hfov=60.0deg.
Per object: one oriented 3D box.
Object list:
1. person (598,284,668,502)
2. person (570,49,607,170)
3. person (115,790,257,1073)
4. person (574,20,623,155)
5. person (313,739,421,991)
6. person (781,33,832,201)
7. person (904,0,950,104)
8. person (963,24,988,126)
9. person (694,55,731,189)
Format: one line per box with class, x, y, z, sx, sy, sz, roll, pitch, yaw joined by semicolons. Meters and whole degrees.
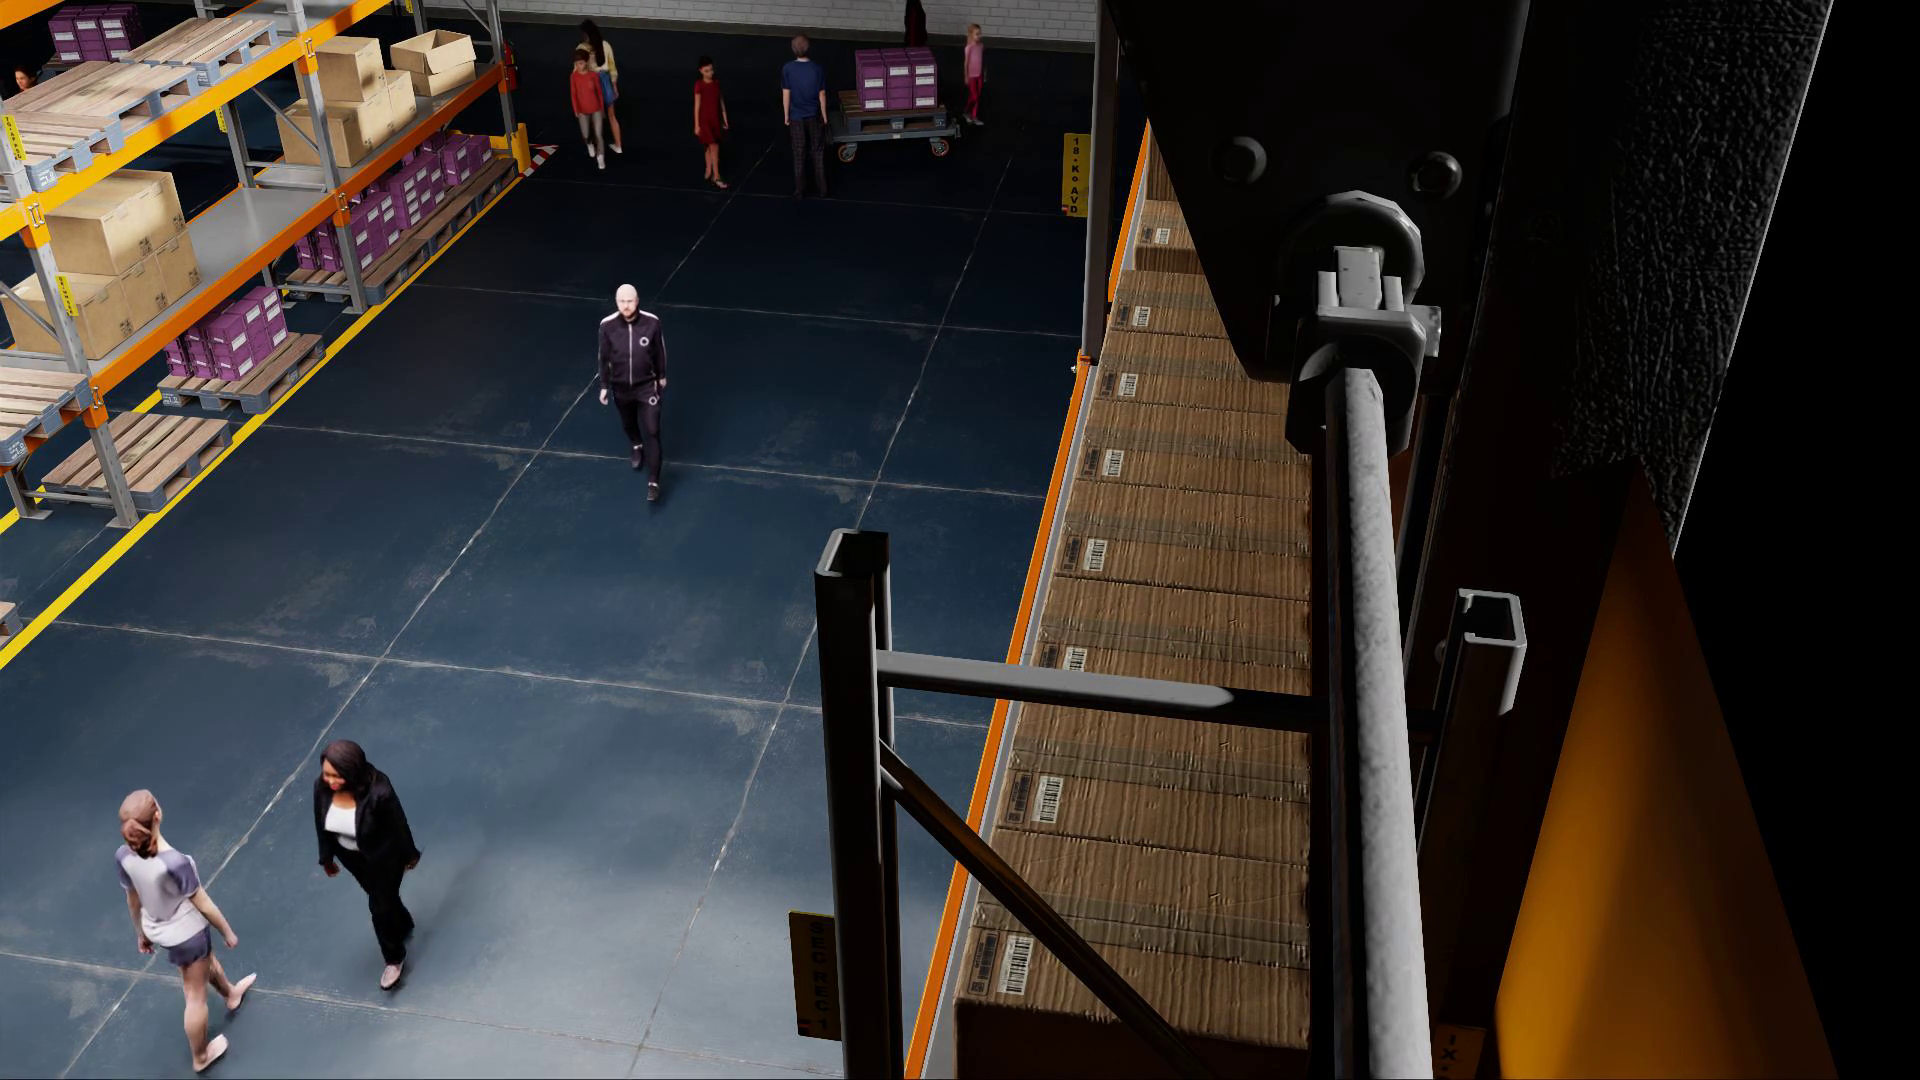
person;-2.666;-1.284;13.635;0.932;1.775;1.317;-3;34;-5
person;-4.410;-5.153;19.792;0.665;1.403;0.802;-6;34;-8
person;-4.100;2.090;8.593;0.666;1.739;0.895;10;35;14
person;-4.357;-5.404;19.975;0.808;1.618;0.864;-14;36;-20
person;-3.261;1.690;9.322;0.667;1.596;0.759;6;34;10
person;-1.739;-4.785;18.817;0.712;1.871;0.630;-2;34;-4
person;-0.678;-6.366;21.412;0.823;1.629;0.962;-4;34;-6
person;0.142;-5.895;21.032;0.590;1.267;0.662;-29;43;-36
person;-2.957;-4.871;19.245;0.789;1.539;0.750;24;41;32
